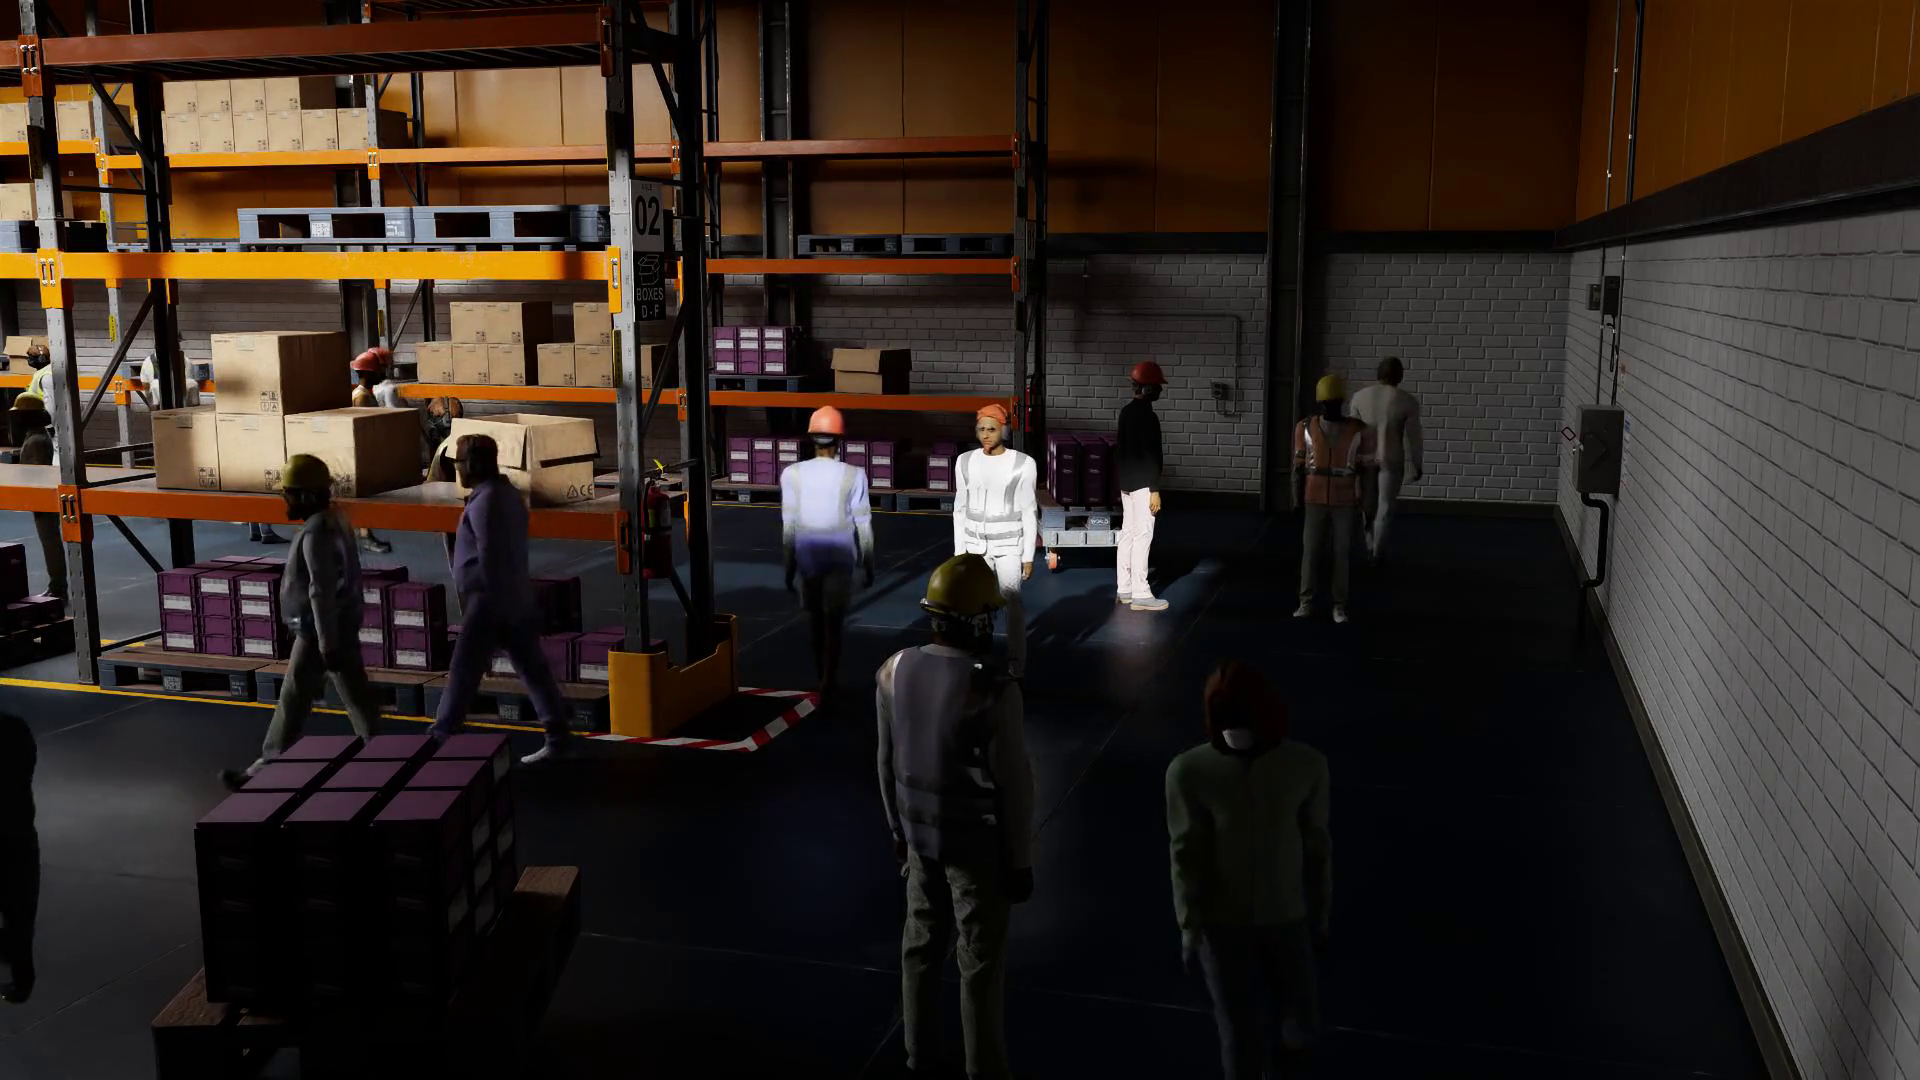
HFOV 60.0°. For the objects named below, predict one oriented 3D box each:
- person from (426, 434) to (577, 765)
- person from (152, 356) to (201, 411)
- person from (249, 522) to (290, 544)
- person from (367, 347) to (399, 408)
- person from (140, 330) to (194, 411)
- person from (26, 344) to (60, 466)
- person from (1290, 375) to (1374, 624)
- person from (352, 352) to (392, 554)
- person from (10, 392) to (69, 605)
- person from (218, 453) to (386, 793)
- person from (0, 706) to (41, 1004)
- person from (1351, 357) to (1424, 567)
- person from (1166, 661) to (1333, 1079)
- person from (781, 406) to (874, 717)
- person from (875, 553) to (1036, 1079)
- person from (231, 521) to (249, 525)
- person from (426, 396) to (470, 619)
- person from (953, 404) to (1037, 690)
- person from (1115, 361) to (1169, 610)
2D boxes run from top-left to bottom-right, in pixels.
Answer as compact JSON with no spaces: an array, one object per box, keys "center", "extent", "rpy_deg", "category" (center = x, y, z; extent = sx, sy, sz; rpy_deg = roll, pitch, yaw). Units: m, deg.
[{"center":[-2.588,0.347,9.043],"extent":[1.008,1.842,0.658],"rpy_deg":[0,9,2],"category":"person"},{"center":[-8.486,-1.157,18.157],"extent":[0.546,1.864,0.405],"rpy_deg":[0,9,0],"category":"person"},{"center":[-6.934,-0.839,16.538],"extent":[0.320,1.762,0.522],"rpy_deg":[-9,13,-44],"category":"person"},{"center":[-6.177,-1.124,17.859],"extent":[0.937,1.904,0.558],"rpy_deg":[-6,11,-34],"category":"person"},{"center":[-9.631,-1.619,20.431],"extent":[0.681,2.000,0.536],"rpy_deg":[2,10,14],"category":"person"},{"center":[-10.841,-1.401,19.750],"extent":[0.429,1.837,0.624],"rpy_deg":[-6,11,-32],"category":"person"},{"center":[2.872,-0.310,12.851],"extent":[0.630,1.915,0.408],"rpy_deg":[3,10,17],"category":"person"},{"center":[-5.654,-0.838,15.984],"extent":[0.375,1.935,0.551],"rpy_deg":[-3,10,-18],"category":"person"},{"center":[-7.451,-0.326,13.456],"extent":[0.314,1.743,0.489],"rpy_deg":[-5,10,-26],"category":"person"},{"center":[-3.389,0.444,8.609],"extent":[0.857,1.787,0.595],"rpy_deg":[-1,9,-6],"category":"person"},{"center":[-2.761,1.092,4.333],"extent":[0.517,1.899,0.711],"rpy_deg":[8,13,42],"category":"person"},{"center":[3.970,-0.730,15.356],"extent":[0.661,1.921,0.720],"rpy_deg":[6,11,33],"category":"person"},{"center":[0.854,1.139,4.924],"extent":[0.507,1.607,0.363],"rpy_deg":[0,9,-2],"category":"person"},{"center":[-0.818,0.112,10.358],"extent":[0.557,1.892,0.898],"rpy_deg":[1,9,7],"category":"person"},{"center":[0.009,0.950,5.408],"extent":[0.599,1.832,0.404],"rpy_deg":[8,12,39],"category":"person"},{"center":[-7.658,-1.088,17.797],"extent":[0.345,1.844,0.504],"rpy_deg":[4,10,22],"category":"person"},{"center":[-3.616,-0.119,11.942],"extent":[0.430,1.835,0.621],"rpy_deg":[-2,10,-14],"category":"person"},{"center":[0.224,0.066,10.667],"extent":[0.578,1.879,0.347],"rpy_deg":[5,10,26],"category":"person"},{"center":[1.472,-0.440,13.383],"extent":[0.395,1.992,0.622],"rpy_deg":[-3,10,-17],"category":"person"}]
